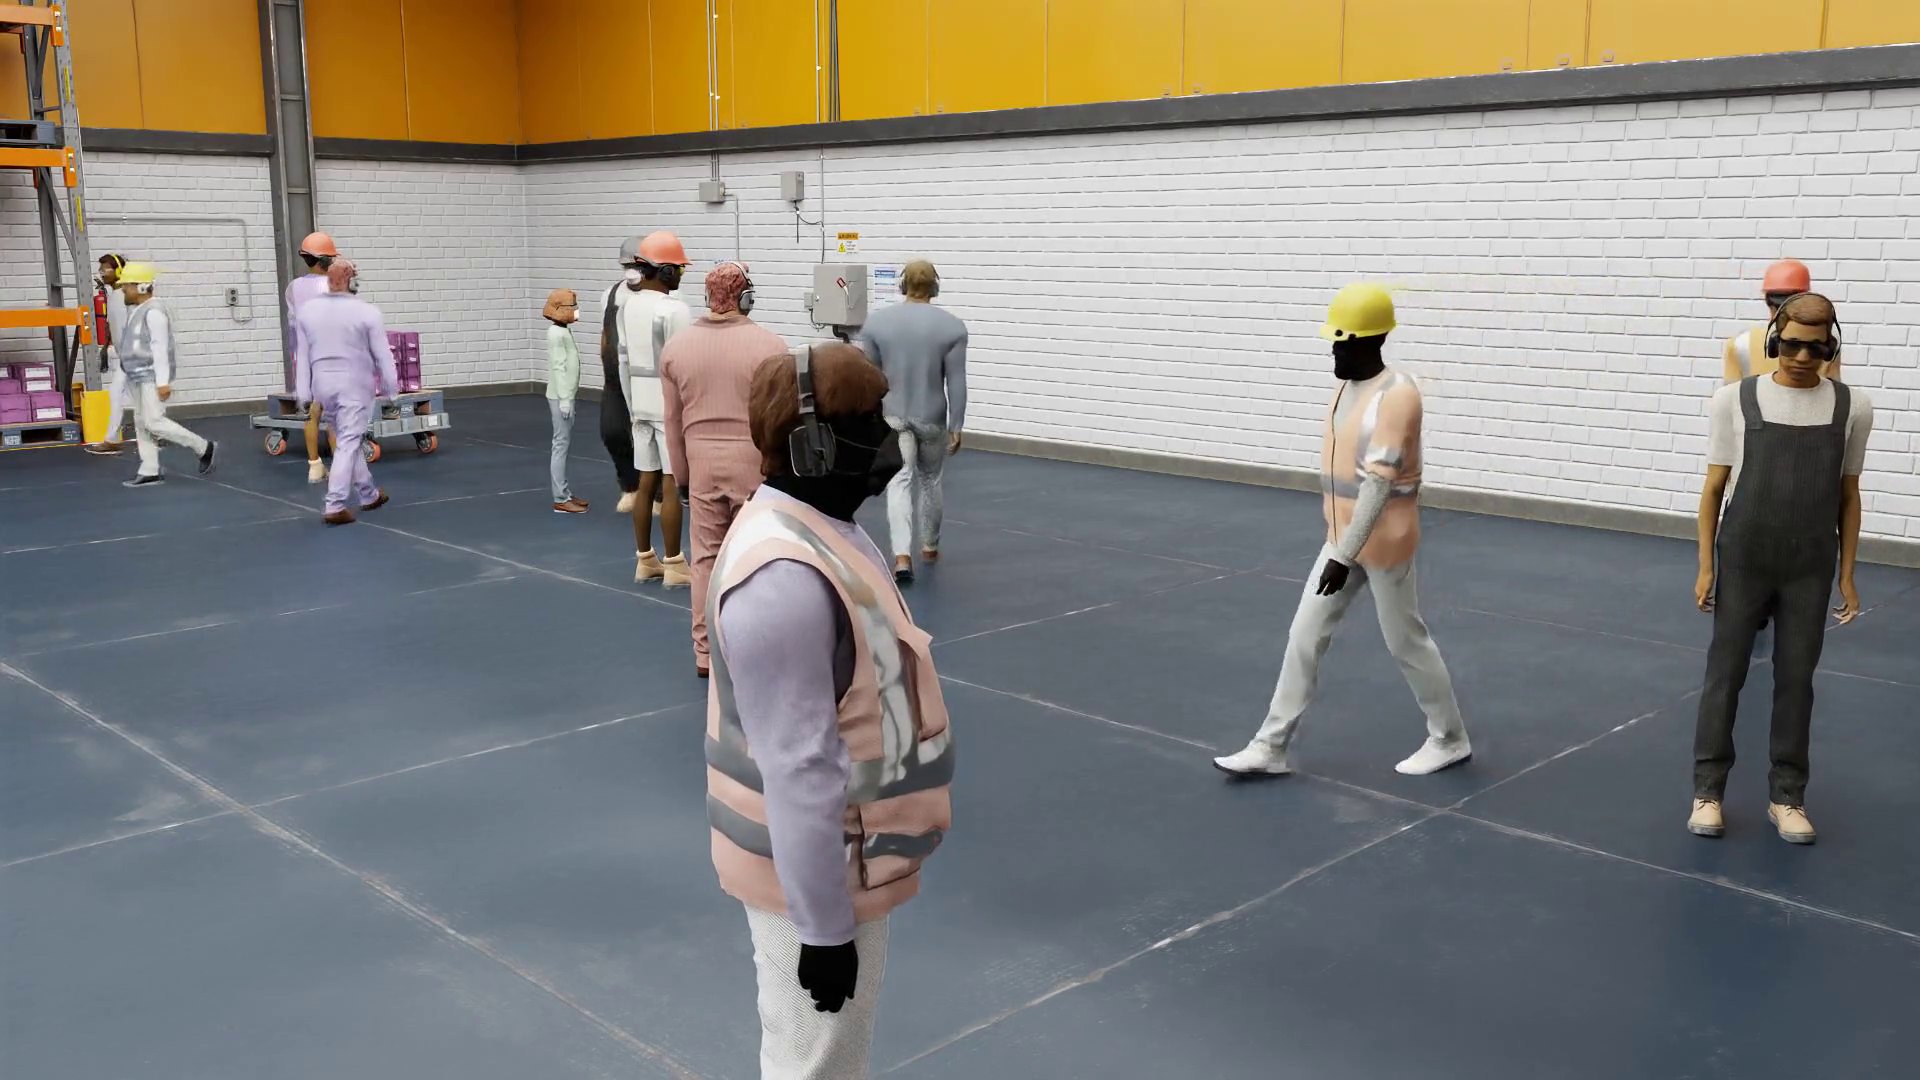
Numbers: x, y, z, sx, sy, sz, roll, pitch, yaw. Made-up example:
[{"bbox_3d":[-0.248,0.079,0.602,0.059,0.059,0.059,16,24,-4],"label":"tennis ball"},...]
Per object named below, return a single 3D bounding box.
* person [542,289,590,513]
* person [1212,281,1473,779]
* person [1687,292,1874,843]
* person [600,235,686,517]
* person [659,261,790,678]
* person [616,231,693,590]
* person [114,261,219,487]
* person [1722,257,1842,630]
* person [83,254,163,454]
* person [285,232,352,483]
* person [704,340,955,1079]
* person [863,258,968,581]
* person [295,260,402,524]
[{"bbox_3d":[-2.894,-1.019,12.215,0.284,1.633,0.497,-2,11,-9],"label":"person"},{"bbox_3d":[1.491,-0.008,6.099,1.016,1.866,0.572,-3,11,-18],"label":"person"},{"bbox_3d":[2.730,0.099,5.558,0.503,1.840,0.345,3,11,15],"label":"person"},{"bbox_3d":[-2.290,-1.171,11.929,0.700,2.000,0.536,3,11,16],"label":"person"},{"bbox_3d":[-1.019,-0.305,7.573,0.642,1.909,0.410,3,11,14],"label":"person"},{"bbox_3d":[-1.691,-0.738,9.558,0.614,2.042,0.373,10,14,43],"label":"person"},{"bbox_3d":[-6.463,-1.338,13.448,0.639,1.816,0.596,-8,13,-37],"label":"person"},{"bbox_3d":[4.179,-0.487,8.545,0.559,1.917,0.809,9,14,40],"label":"person"},{"bbox_3d":[-7.830,-1.700,15.354,0.562,1.836,0.846,10,14,42],"label":"person"},{"bbox_3d":[-5.170,-1.470,13.550,0.605,2.045,0.377,5,12,27],"label":"person"},{"bbox_3d":[-0.223,0.577,2.939,0.429,1.846,0.627,0,10,-2],"label":"person"},{"bbox_3d":[-0.267,-0.721,9.892,0.630,1.899,0.985,0,10,-1],"label":"person"},{"bbox_3d":[-4.354,-1.064,11.880,0.664,1.851,1.013,2,11,12],"label":"person"}]
